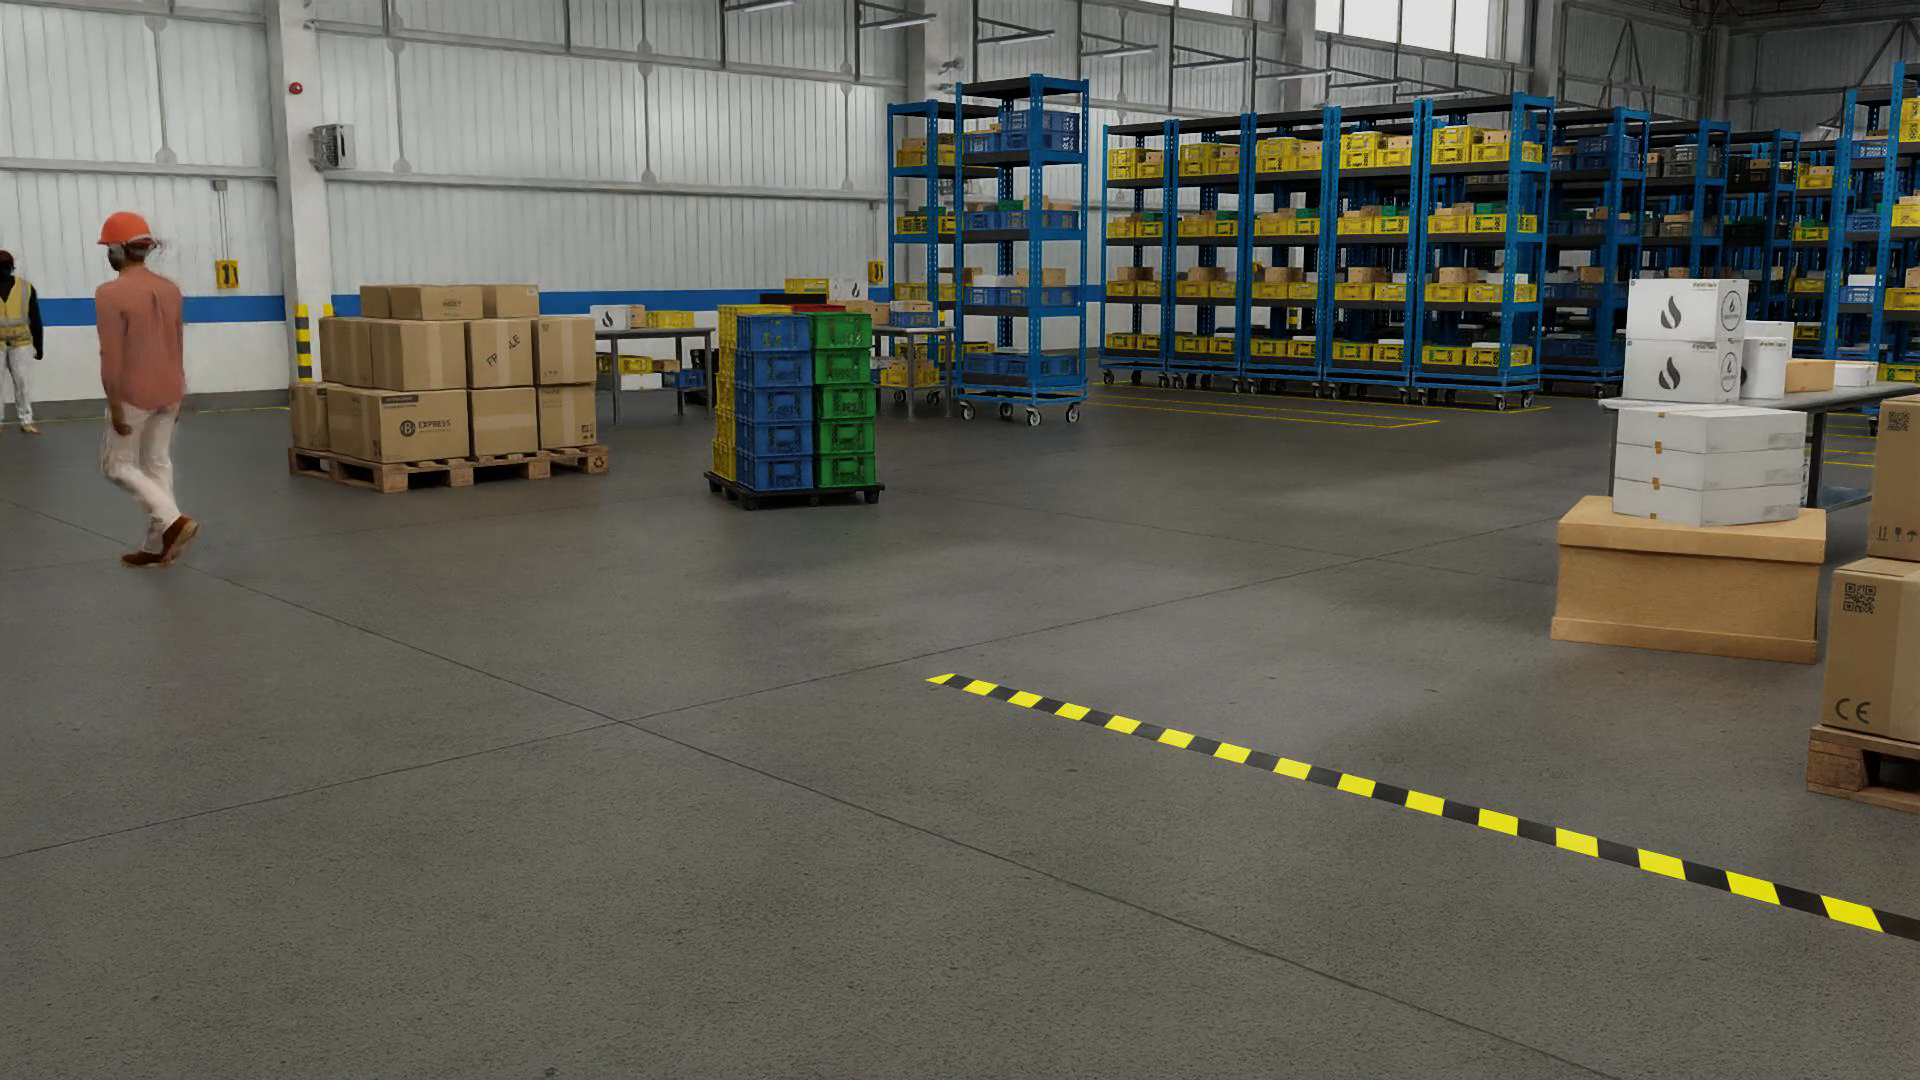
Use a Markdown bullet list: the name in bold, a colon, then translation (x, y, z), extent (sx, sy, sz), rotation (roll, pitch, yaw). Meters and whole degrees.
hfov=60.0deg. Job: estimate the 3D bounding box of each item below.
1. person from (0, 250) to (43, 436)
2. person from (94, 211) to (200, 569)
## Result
- **person**: translation (-9.409, -1.939, 16.437), extent (0.638, 1.829, 0.429), rotation (-7, 12, -36)
- **person**: translation (-4.436, -0.797, 9.110), extent (0.532, 1.978, 0.620), rotation (3, 10, 18)
